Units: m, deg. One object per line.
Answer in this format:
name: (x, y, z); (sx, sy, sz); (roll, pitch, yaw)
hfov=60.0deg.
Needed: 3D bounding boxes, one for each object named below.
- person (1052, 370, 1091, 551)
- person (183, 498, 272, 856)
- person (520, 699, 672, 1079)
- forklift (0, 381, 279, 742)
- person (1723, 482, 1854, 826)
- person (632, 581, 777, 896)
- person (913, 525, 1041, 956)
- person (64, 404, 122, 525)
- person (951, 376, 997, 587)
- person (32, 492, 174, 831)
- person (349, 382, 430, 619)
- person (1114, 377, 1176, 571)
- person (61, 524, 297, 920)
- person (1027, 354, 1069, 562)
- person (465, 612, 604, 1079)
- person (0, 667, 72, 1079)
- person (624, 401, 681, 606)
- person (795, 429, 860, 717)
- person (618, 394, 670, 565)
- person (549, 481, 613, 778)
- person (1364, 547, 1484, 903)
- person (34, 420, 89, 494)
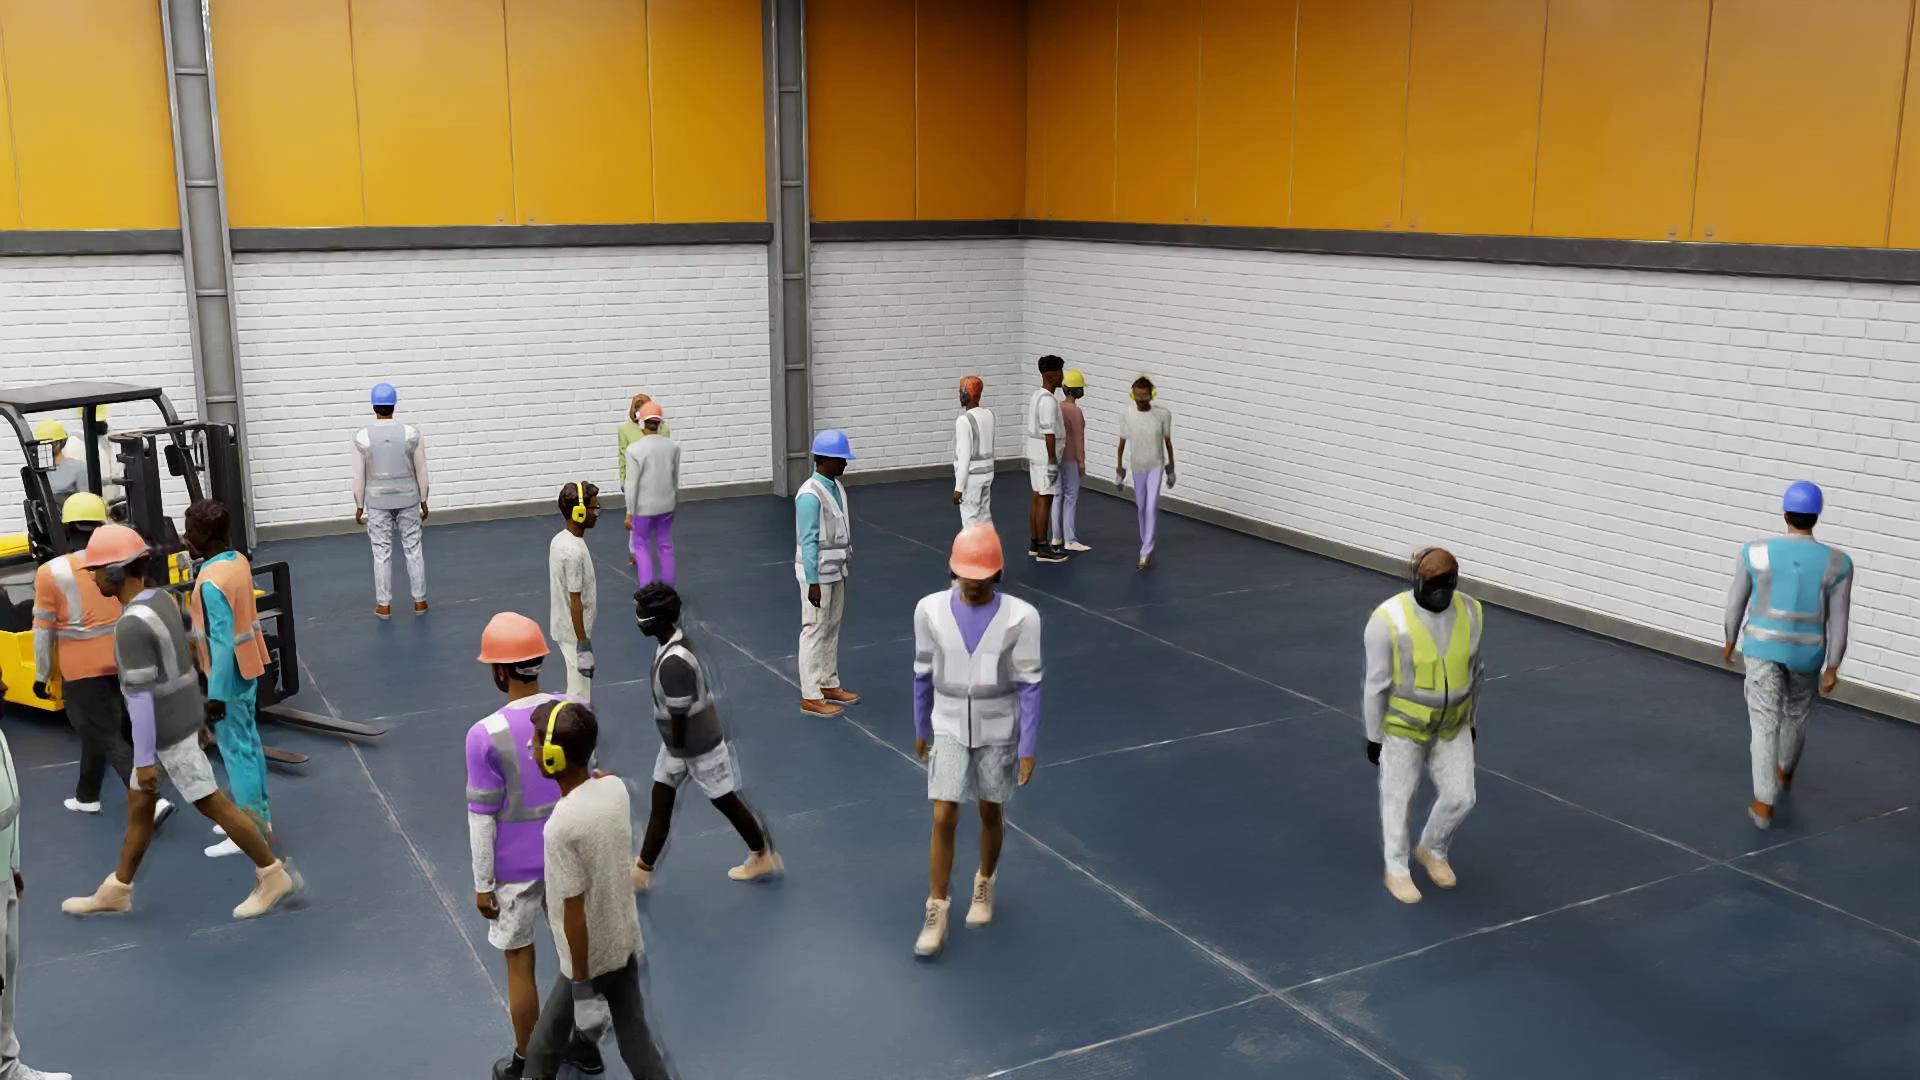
person: (1.082, -0.778, 16.257); (0.324, 1.769, 0.523); (-5, 13, -21)
person: (-3.891, 0.720, 8.876); (0.381, 1.917, 0.594); (-3, 12, -14)
person: (-1.366, 1.433, 5.767); (0.983, 1.810, 0.533); (4, 13, 18)
forklift: (-5.853, 0.085, 11.199); (2.313, 2.155, 1.214); (7, 14, 28)
person: (4.681, 0.602, 9.490); (0.607, 1.895, 0.996); (4, 13, 18)
person: (-1.347, 0.988, 8.303); (0.900, 1.632, 0.528); (-4, 13, -19)
person: (0.054, 0.928, 7.691); (0.619, 2.006, 0.878); (2, 12, 9)
person: (-7.028, -0.265, 13.547); (0.451, 1.891, 0.693); (0, 12, -1)
person: (0.122, -0.513, 14.736); (0.337, 1.882, 0.585); (7, 14, 30)
person: (-4.711, 0.679, 9.178); (0.964, 1.881, 0.590); (6, 13, 26)
person: (-4.672, -0.319, 13.674); (0.603, 1.949, 0.389); (-5, 13, -23)
person: (1.741, -0.658, 15.653); (0.559, 1.798, 0.948); (4, 13, 18)
person: (-3.796, 0.896, 7.963); (1.097, 1.978, 0.654); (-3, 13, -15)
person: (0.826, -0.785, 15.814); (0.374, 1.966, 0.608); (-2, 12, -8)
person: (-1.676, 1.224, 6.499); (0.547, 1.929, 0.388); (-12, 17, -43)
person: (-3.669, 1.295, 6.218); (0.400, 1.912, 0.595); (-4, 13, -18)
person: (-2.617, -0.304, 14.083); (0.340, 1.752, 0.570); (11, 16, 41)
person: (-0.898, 0.218, 11.187); (0.415, 1.939, 0.604); (4, 13, 16)
person: (-2.951, -0.568, 15.610); (0.497, 1.626, 0.287); (0, 12, 0)
person: (-2.208, 0.580, 9.678); (0.334, 1.860, 0.509); (-4, 13, -18)
person: (2.281, 0.910, 8.195); (0.645, 1.824, 0.435); (-2, 12, -9)
person: (-6.973, -0.063, 12.927); (0.526, 1.762, 0.326); (1, 12, 4)
